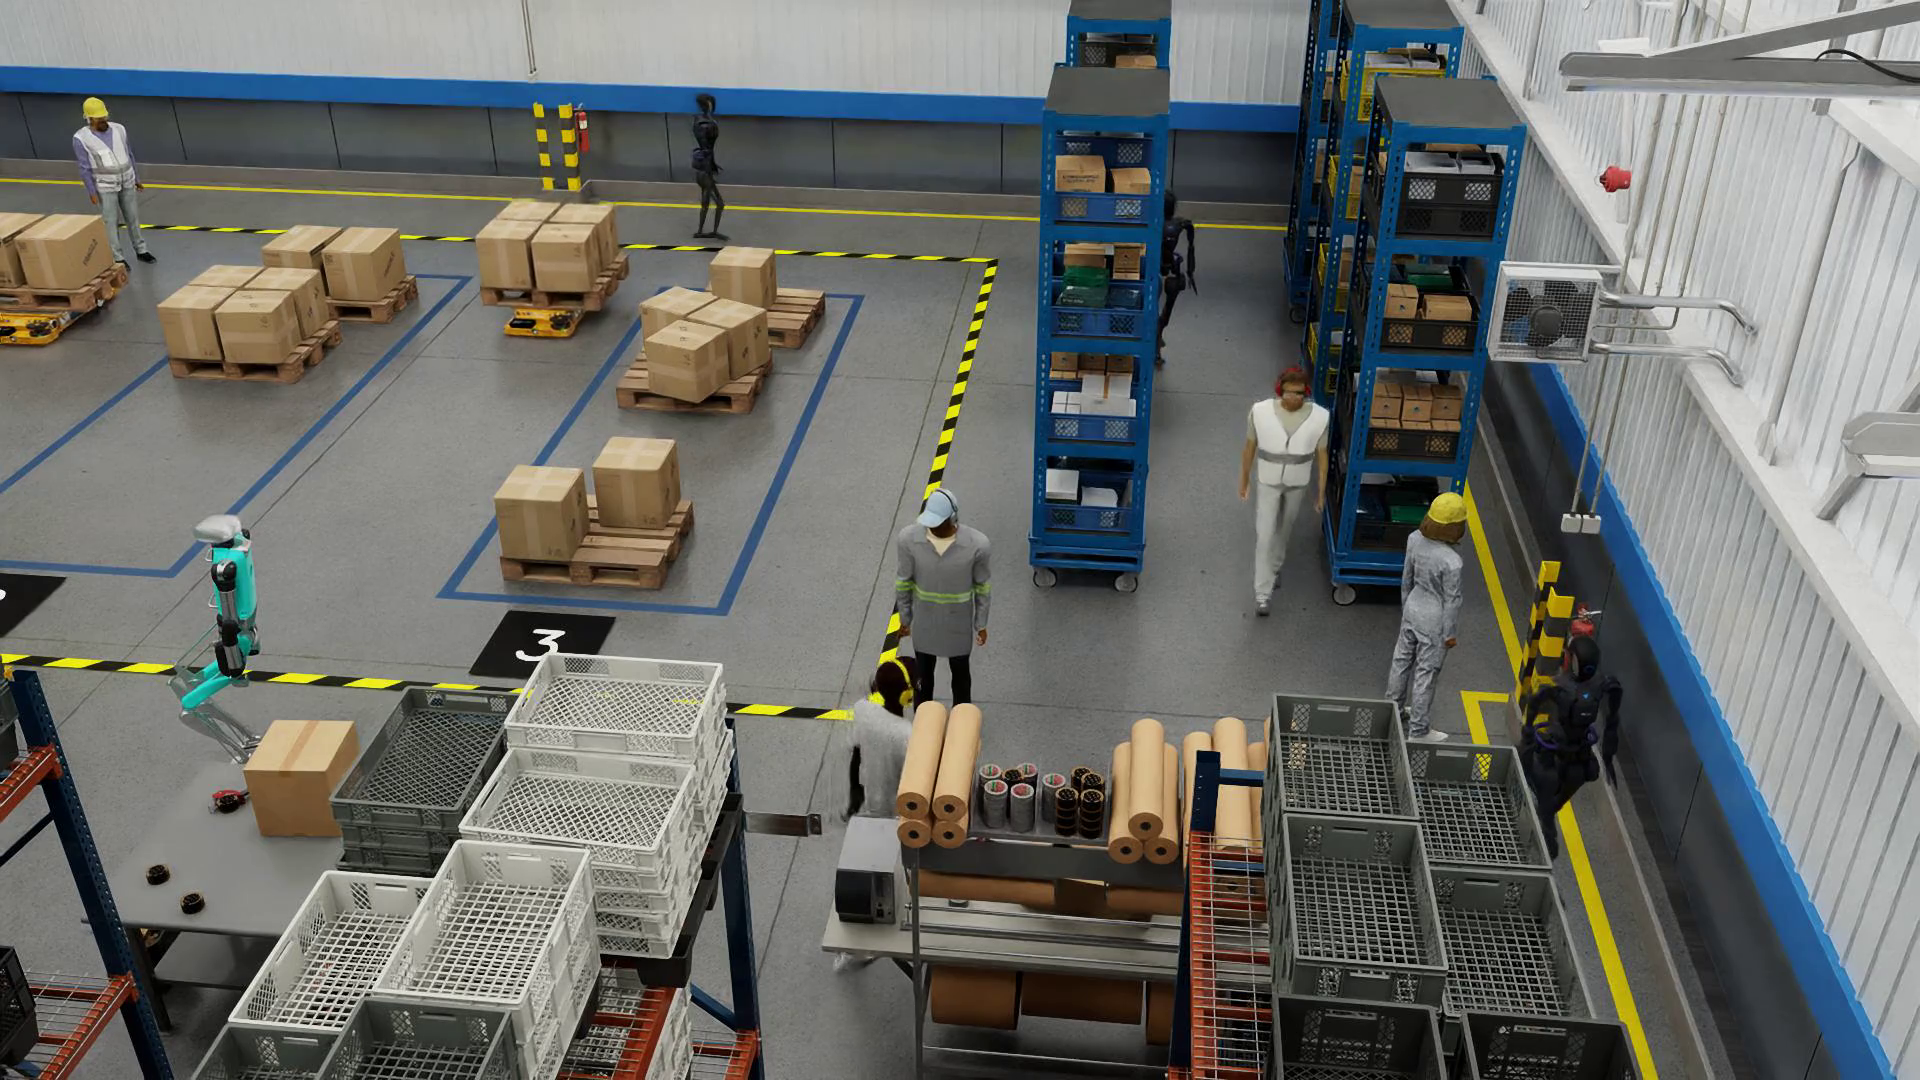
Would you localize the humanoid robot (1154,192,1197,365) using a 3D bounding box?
[{"bbox_3d":[1.928,-2.472,15.571,0.598,1.623,0.800,-5,31,-9],"label":"humanoid robot"}]

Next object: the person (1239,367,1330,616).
[{"bbox_3d":[2.288,-0.336,11.715,0.592,1.804,0.907,2,30,3],"label":"person"}]

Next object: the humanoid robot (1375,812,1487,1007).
[{"bbox_3d":[2.265,1.897,8.017,0.590,1.639,0.568,2,30,3],"label":"humanoid robot"}]

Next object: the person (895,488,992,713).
[{"bbox_3d":[-0.107,0.492,10.259,0.590,1.848,0.401,4,30,7],"label":"person"}]

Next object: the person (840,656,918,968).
[{"bbox_3d":[-0.294,1.382,8.757,0.990,1.810,0.549,-25,38,-36],"label":"person"}]

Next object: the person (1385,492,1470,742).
[{"bbox_3d":[2.933,0.480,10.381,0.294,1.744,0.484,-13,33,-22],"label":"person"}]

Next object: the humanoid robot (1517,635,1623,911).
[{"bbox_3d":[3.363,1.209,9.262,0.609,1.637,0.788,-4,30,-7],"label":"humanoid robot"}]

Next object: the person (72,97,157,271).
[{"bbox_3d":[-8.946,-3.772,17.596,0.404,1.830,0.601,20,35,30],"label":"person"}]

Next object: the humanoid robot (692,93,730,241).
[{"bbox_3d":[-2.800,-4.111,18.342,0.421,1.644,0.584,-2,30,-4],"label":"humanoid robot"}]

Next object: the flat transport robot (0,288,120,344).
[{"bbox_3d":[-9.101,-2.336,16.658,0.652,0.197,1.431,2,30,3],"label":"flat transport robot"}]

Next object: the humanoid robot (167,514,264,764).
[{"bbox_3d":[-4.519,0.625,10.008,0.735,1.676,0.533,-5,31,-9],"label":"humanoid robot"}]

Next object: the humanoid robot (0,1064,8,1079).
[{"bbox_3d":[-4.654,2.105,7.660,0.397,1.641,0.601,-22,37,-33],"label":"humanoid robot"}]

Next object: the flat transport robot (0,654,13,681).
[{"bbox_3d":[-7.142,0.969,11.010,1.431,0.231,0.659,3,30,6],"label":"flat transport robot"}]

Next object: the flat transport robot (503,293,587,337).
[{"bbox_3d":[-4.063,-2.427,16.814,0.652,0.197,1.431,3,30,6],"label":"flat transport robot"}]
